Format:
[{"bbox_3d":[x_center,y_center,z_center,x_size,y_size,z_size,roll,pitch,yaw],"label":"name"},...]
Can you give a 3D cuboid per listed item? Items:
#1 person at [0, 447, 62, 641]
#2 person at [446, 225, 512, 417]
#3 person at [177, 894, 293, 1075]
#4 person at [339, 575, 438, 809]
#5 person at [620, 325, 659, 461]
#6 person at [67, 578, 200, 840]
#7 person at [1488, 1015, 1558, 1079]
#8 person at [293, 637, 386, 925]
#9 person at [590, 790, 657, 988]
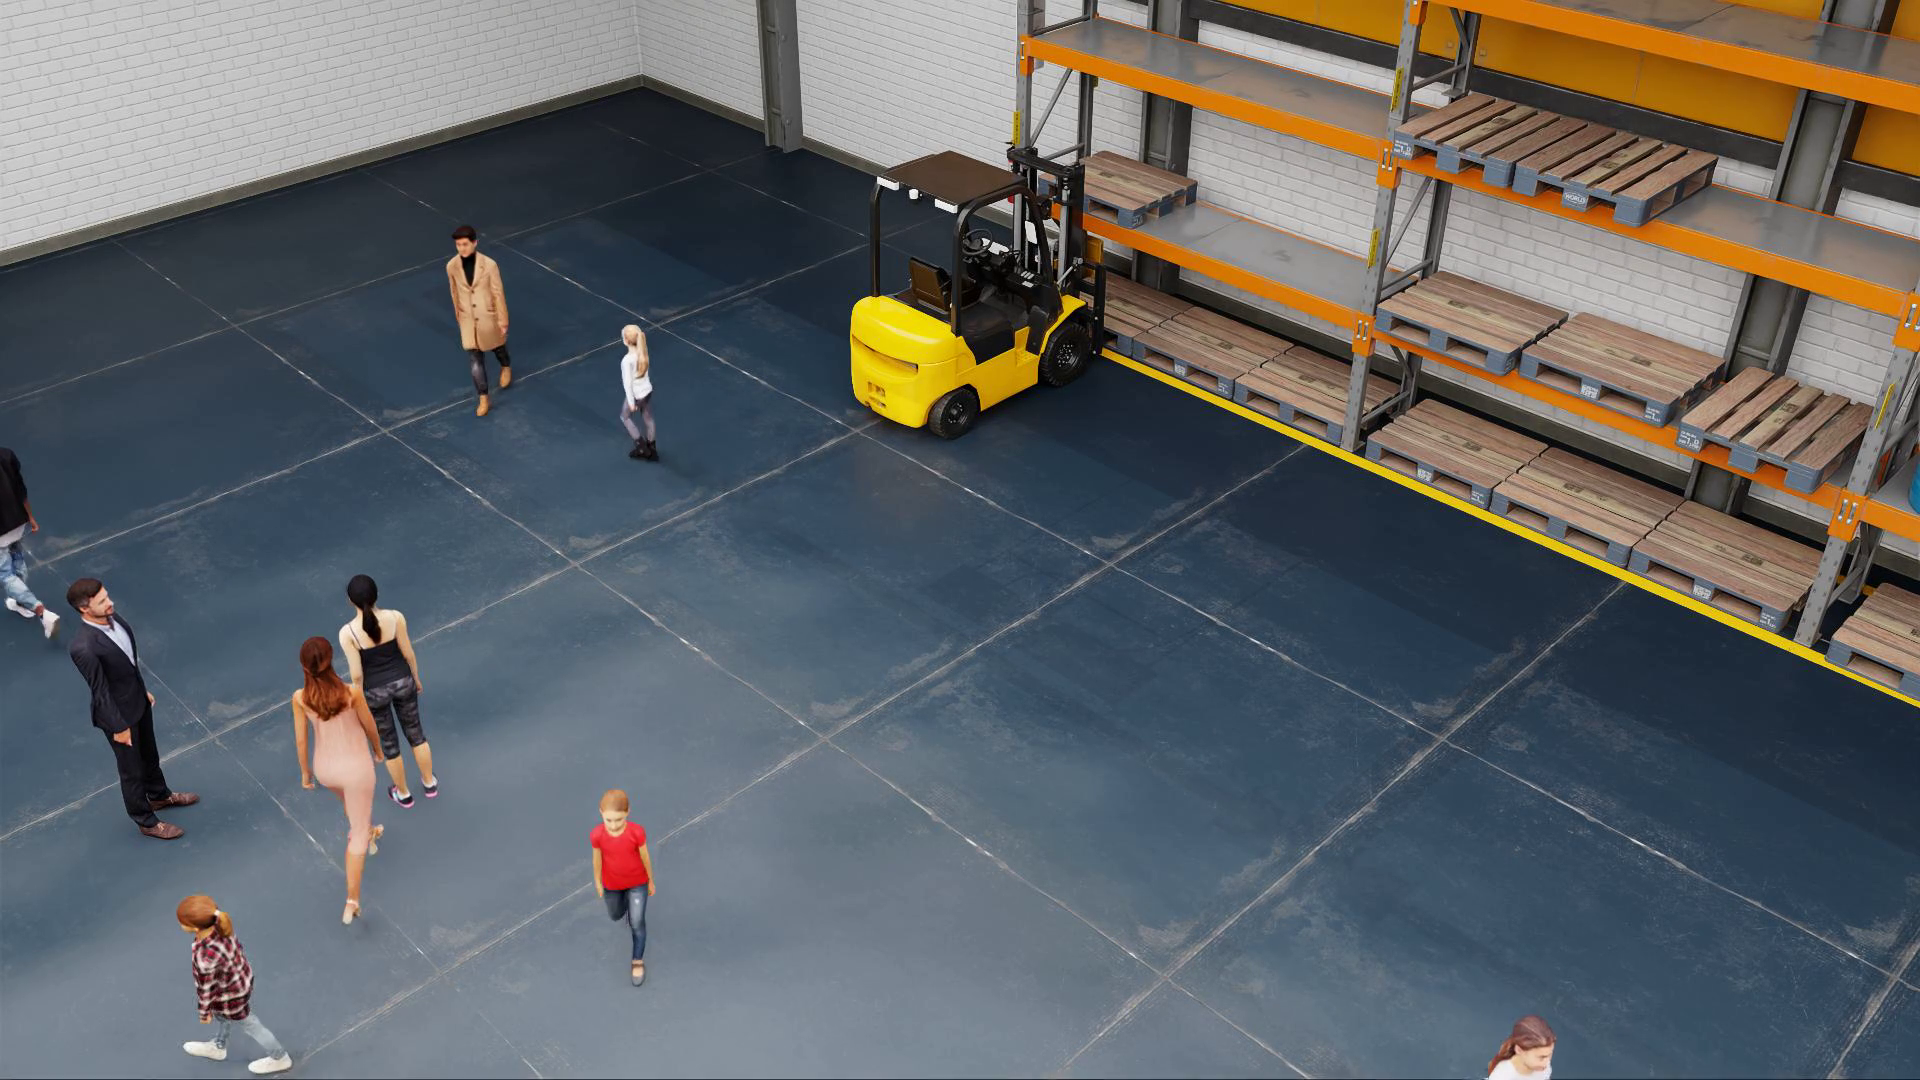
[{"bbox_3d":[-6.899,-0.075,11.980,1.147,1.783,0.858,19,38,26],"label":"person"},{"bbox_3d":[-4.303,-2.061,15.045,1.112,1.698,1.171,0,34,0],"label":"person"},{"bbox_3d":[-3.792,2.354,8.775,0.865,1.285,0.840,-4,34,-6],"label":"person"},{"bbox_3d":[-3.606,0.954,10.482,0.608,1.729,0.582,-21,39,-29],"label":"person"},{"bbox_3d":[-2.692,-1.235,14.189,0.574,1.269,0.542,19,38,26],"label":"person"},{"bbox_3d":[-5.152,1.019,10.258,0.797,1.868,0.723,-3,34,-4],"label":"person"},{"bbox_3d":[2.521,2.778,7.901,0.743,1.547,0.988,-14,36,-20],"label":"person"},{"bbox_3d":[-3.607,1.420,9.721,1.009,1.793,1.068,-2,34,-3],"label":"person"},{"bbox_3d":[-1.902,1.893,9.459,0.769,1.295,0.850,-2,34,-4],"label":"person"}]
